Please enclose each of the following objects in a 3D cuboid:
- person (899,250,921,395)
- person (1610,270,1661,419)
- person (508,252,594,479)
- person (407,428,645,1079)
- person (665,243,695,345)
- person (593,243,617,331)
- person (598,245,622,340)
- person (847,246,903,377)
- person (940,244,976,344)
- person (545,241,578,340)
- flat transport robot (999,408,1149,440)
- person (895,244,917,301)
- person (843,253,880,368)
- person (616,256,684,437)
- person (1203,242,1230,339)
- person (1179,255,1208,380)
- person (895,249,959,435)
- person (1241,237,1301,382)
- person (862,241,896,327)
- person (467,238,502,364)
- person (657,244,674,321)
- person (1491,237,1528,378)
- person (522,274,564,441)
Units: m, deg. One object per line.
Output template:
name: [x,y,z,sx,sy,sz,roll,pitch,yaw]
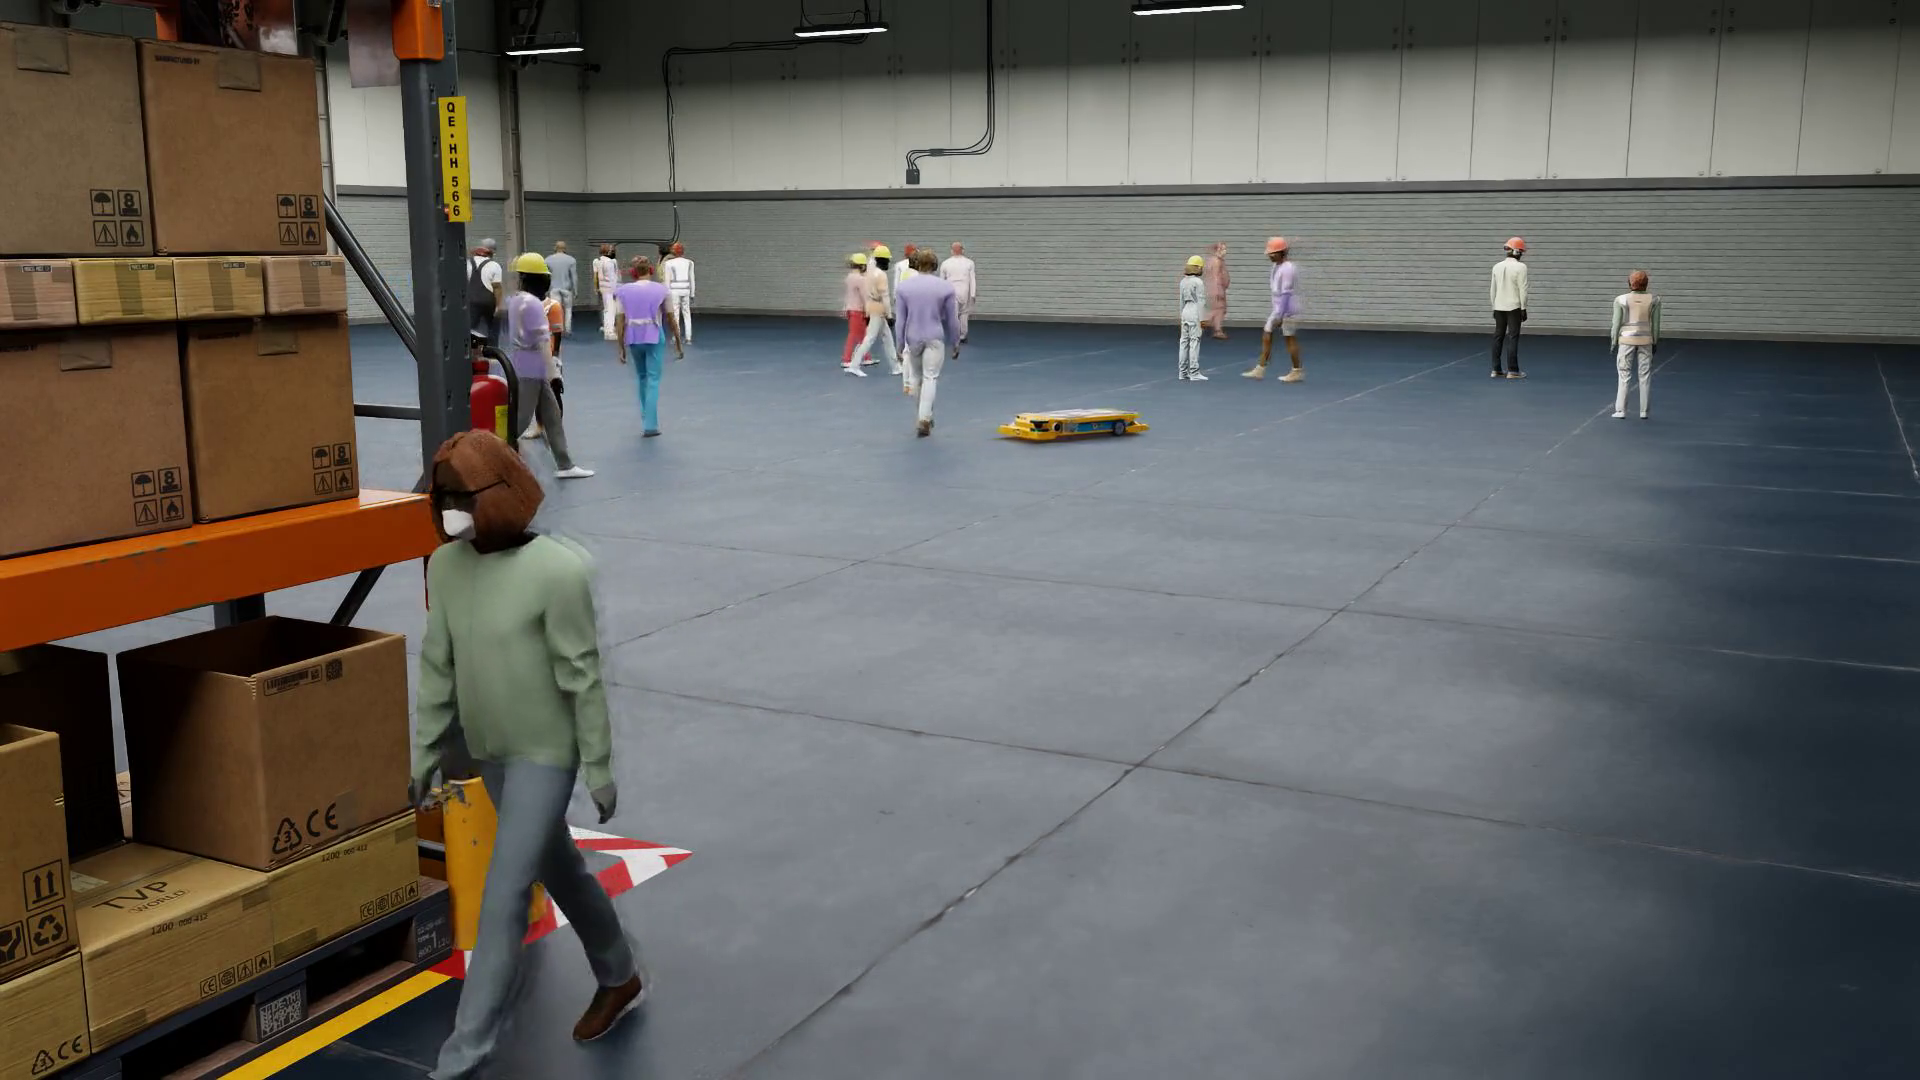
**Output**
person: [-0.555,-2.763,21.185,0.428,1.835,0.627,-3,11,-18]
person: [7.440,-2.147,18.342,0.513,1.642,0.313,2,11,8]
person: [-3.528,-1.399,13.584,0.956,1.890,0.584,-4,11,-22]
person: [-1.068,0.525,3.930,0.512,1.576,0.894,7,13,34]
person: [-5.199,-4.558,30.846,0.582,1.880,0.377,-7,12,-32]
person: [-7.512,-5.360,35.301,0.513,1.846,0.335,-2,11,-9]
person: [-6.808,-4.799,32.329,0.486,1.847,0.635,-6,12,-28]
person: [-1.190,-3.283,23.912,1.004,1.879,0.607,-3,11,-16]
person: [-0.044,-4.589,31.054,0.672,1.854,1.005,0,10,0]
person: [-7.797,-4.871,32.483,0.676,1.903,0.802,-2,11,-9]
flat transport robot: [1.164,-1.186,16.840,1.431,0.197,0.652,-7,13,-34]
person: [-0.920,-4.462,30.351,0.574,1.868,0.554,4,11,20]
person: [-1.479,-3.500,25.456,0.805,1.733,0.560,-6,12,-28]
person: [-3.143,-1.978,16.967,0.613,1.799,0.871,2,11,8]
person: [5.033,-4.889,32.614,0.518,1.892,0.649,2,11,12]
person: [3.275,-3.110,23.322,0.302,1.742,0.486,-6,12,-31]
person: [-0.343,-2.029,17.036,0.649,1.894,1.025,2,11,9]
person: [4.295,-3.129,22.765,0.954,1.981,0.674,-2,11,-9]
person: [-1.810,-5.628,36.650,0.979,1.882,0.555,0,10,0]
person: [-7.490,-3.732,25.893,0.707,2.000,0.876,2,11,12]
person: [-7.064,-6.072,39.269,0.848,1.811,0.654,-7,12,-33]
person: [7.840,-3.301,23.692,0.391,1.986,0.609,-6,12,-31]
person: [-4.126,-1.822,16.421,0.534,1.697,0.318,7,12,34]
